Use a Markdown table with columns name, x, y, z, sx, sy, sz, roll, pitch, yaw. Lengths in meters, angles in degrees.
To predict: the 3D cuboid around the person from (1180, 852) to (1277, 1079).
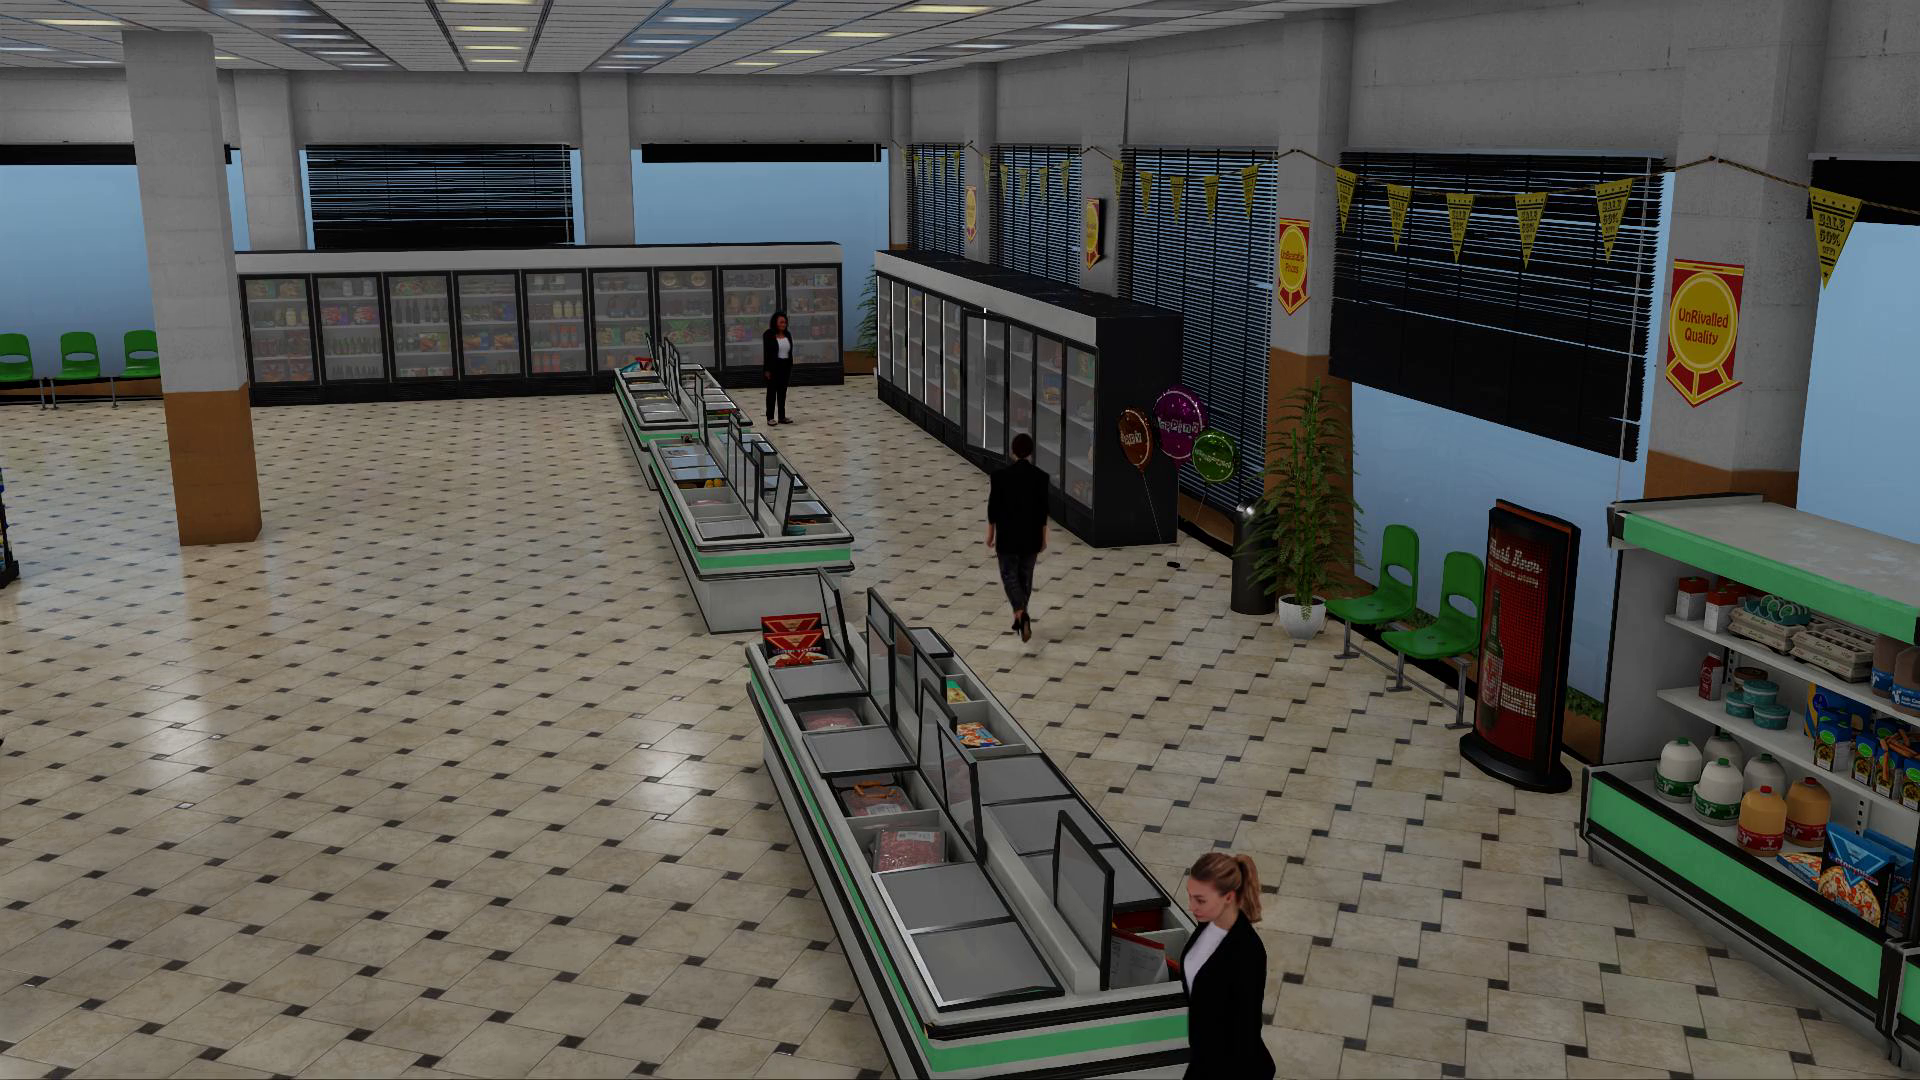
| name | x | y | z | sx | sy | sz | roll | pitch | yaw |
| --- | --- | --- | --- | --- | --- | --- | --- | --- | --- |
| person | 1.015 | 1.861 | 5.785 | 0.746 | 1.664 | 0.715 | -5 | 15 | -20 |

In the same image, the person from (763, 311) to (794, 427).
| name | x | y | z | sx | sy | sz | roll | pitch | yaw |
| --- | --- | --- | --- | --- | --- | --- | --- | --- | --- |
| person | -2.599 | -2.443 | 23.636 | 0.792 | 1.615 | 0.761 | 12 | 18 | 42 |

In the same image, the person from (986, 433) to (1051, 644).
| name | x | y | z | sx | sy | sz | roll | pitch | yaw |
| --- | --- | --- | --- | --- | --- | --- | --- | --- | --- |
| person | 0.478 | 0.026 | 13.300 | 0.674 | 1.689 | 1.037 | -3 | 14 | -10 |
